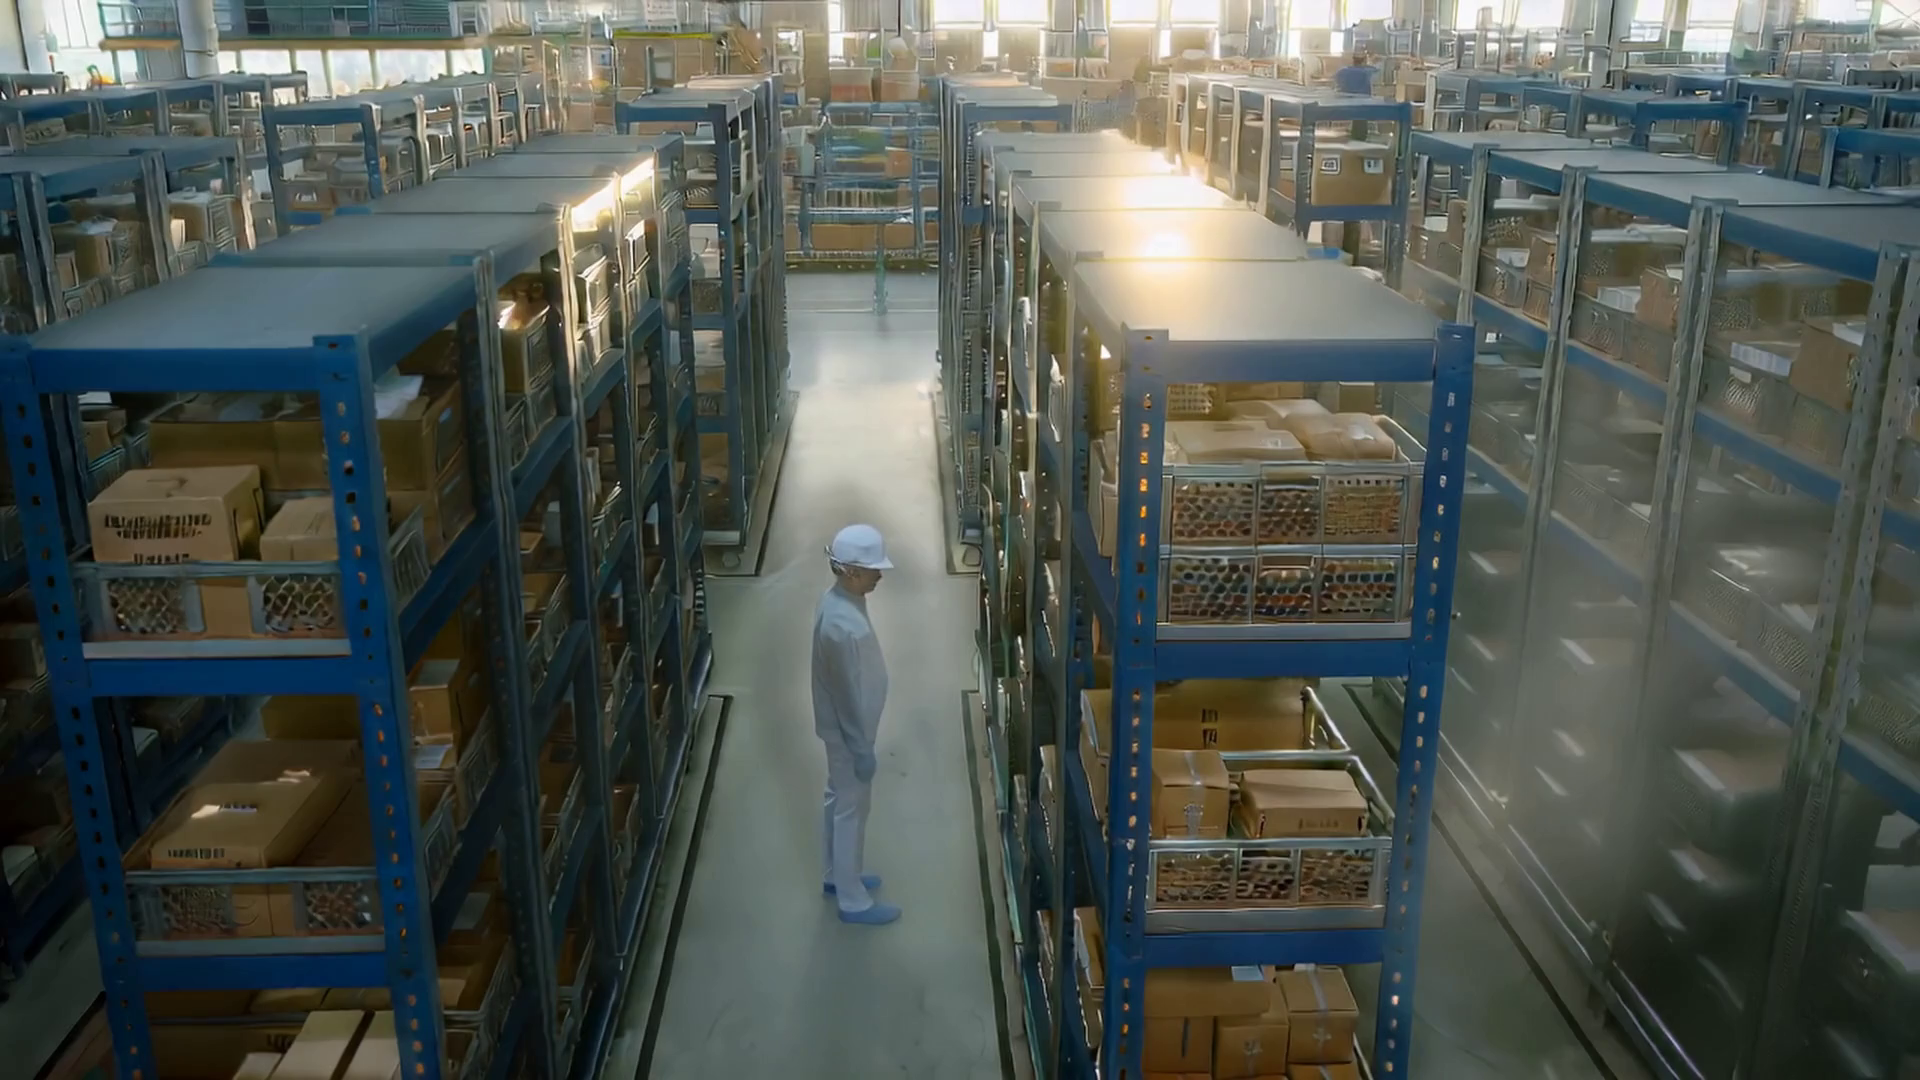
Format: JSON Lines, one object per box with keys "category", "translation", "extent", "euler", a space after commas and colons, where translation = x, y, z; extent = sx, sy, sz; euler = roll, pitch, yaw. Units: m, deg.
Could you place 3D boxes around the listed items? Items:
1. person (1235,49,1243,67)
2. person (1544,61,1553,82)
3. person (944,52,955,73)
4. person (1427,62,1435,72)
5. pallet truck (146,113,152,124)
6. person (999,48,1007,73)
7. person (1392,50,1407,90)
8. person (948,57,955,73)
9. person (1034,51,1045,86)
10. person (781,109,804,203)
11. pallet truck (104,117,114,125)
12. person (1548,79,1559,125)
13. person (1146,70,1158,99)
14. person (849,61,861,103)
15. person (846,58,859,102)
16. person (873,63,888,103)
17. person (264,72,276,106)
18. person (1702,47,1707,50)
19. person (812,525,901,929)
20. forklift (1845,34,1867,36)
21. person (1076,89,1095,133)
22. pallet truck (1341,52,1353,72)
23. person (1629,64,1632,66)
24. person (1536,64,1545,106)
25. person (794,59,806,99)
{"category": "person", "translation": [14.892, -25.322, 89.176], "extent": [0.431, 1.905, 0.612], "euler": [-10, 20, -28]}
{"category": "person", "translation": [25.406, -19.746, 71.964], "extent": [0.344, 1.882, 0.585], "euler": [17, 24, 42]}
{"category": "person", "translation": [-0.550, -24.952, 88.180], "extent": [0.621, 1.820, 0.841], "euler": [-12, 22, -33]}
{"category": "person", "translation": [19.971, -19.366, 70.801], "extent": [1.011, 1.881, 0.567], "euler": [6, 19, 17]}
{"category": "pallet truck", "translation": [-18.087, -8.309, 36.390], "extent": [1.885, 1.965, 0.823], "euler": [-1, 18, -4]}
{"category": "person", "translation": [2.330, -26.209, 91.894], "extent": [0.634, 1.927, 0.618], "euler": [5, 19, 16]}
{"category": "person", "translation": [22.576, -24.097, 85.175], "extent": [0.976, 2.000, 0.727], "euler": [-12, 21, -32]}
{"category": "person", "translation": [-0.370, -21.191, 76.379], "extent": [0.394, 1.920, 0.587], "euler": [3, 18, 9]}
{"category": "person", "translation": [4.311, -25.246, 89.097], "extent": [0.822, 1.809, 0.629], "euler": [11, 21, 31]}
{"category": "person", "translation": [-3.735, -8.531, 37.003], "extent": [0.378, 2.044, 0.607], "euler": [16, 24, 41]}
{"category": "pallet truck", "translation": [-18.367, -7.885, 35.078], "extent": [1.885, 1.965, 0.823], "euler": [1, 18, 2]}
{"category": "person", "translation": [20.782, -15.295, 58.383], "extent": [0.542, 1.755, 0.381], "euler": [8, 20, 23]}
{"category": "person", "translation": [7.725, -18.037, 66.930], "extent": [0.500, 1.720, 0.631], "euler": [4, 18, 11]}
{"category": "person", "translation": [-4.459, -19.266, 70.379], "extent": [0.621, 1.956, 1.004], "euler": [-9, 20, -26]}
{"category": "person", "translation": [-4.832, -20.702, 74.866], "extent": [0.600, 1.917, 0.377], "euler": [5, 19, 14]}
{"category": "person", "translation": [-3.328, -19.186, 70.261], "extent": [0.934, 1.889, 0.539], "euler": [1, 18, 4]}
{"category": "person", "translation": [-25.554, -16.347, 61.518], "extent": [0.505, 1.839, 0.344], "euler": [-9, 20, -25]}
{"category": "person", "translation": [42.177, -27.057, 94.532], "extent": [0.381, 1.918, 0.584], "euler": [-7, 19, -20]}
{"category": "person", "translation": [-0.503, 0.885, 7.957], "extent": [0.393, 1.985, 0.610], "euler": [-5, 19, -15]}
{"category": "forklift", "translation": [44.081, -23.568, 82.196], "extent": [1.129, 2.768, 1.873], "euler": [-1, 18, -2]}
{"category": "person", "translation": [3.606, -12.028, 48.014], "extent": [0.571, 1.925, 0.497], "euler": [-4, 18, -12]}
{"category": "pallet truck", "translation": [18.794, -23.123, 82.231], "extent": [0.823, 1.965, 1.885], "euler": [-13, 22, -35]}
{"category": "person", "translation": [32.162, -22.518, 80.453], "extent": [0.627, 1.940, 0.373], "euler": [-2, 18, -5]}
{"category": "person", "translation": [24.107, -18.863, 69.275], "extent": [0.530, 1.857, 0.324], "euler": [-10, 20, -27]}
{"category": "person", "translation": [-7.394, -21.293, 76.807], "extent": [0.599, 1.840, 0.935], "euler": [4, 18, 13]}
